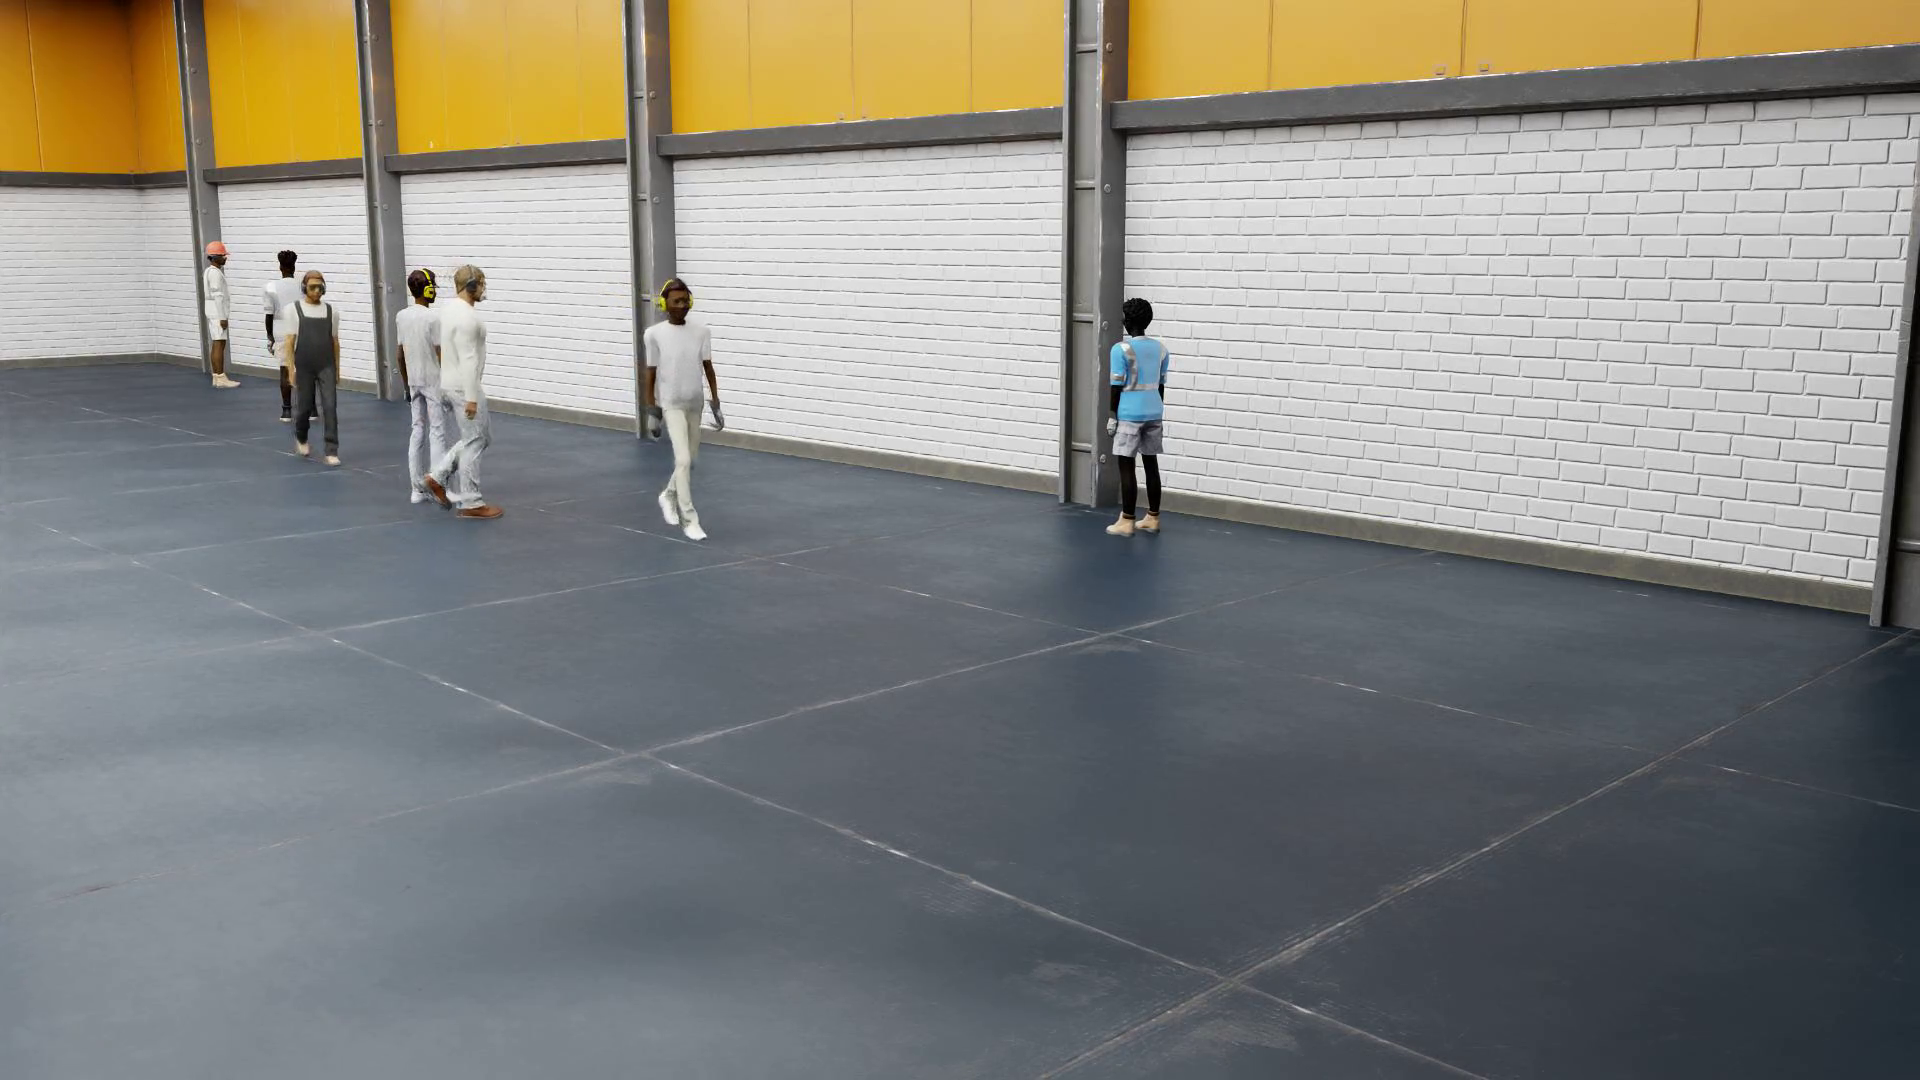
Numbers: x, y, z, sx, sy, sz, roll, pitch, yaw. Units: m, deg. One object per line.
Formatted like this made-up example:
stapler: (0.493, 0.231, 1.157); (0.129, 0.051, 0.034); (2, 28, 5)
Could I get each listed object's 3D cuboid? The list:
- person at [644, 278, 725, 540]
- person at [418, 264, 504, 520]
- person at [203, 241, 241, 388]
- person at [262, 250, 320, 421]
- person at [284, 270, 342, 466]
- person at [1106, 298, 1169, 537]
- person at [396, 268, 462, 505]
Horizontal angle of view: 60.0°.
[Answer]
person: (-2.014, -0.963, 11.963); (0.521, 1.847, 0.883); (-7, 13, -34)
person: (-3.750, -1.102, 12.480); (0.526, 1.920, 0.695); (-5, 12, -25)
person: (-10.374, -3.152, 23.322); (0.382, 2.045, 0.605); (-6, 12, -31)
person: (-7.678, -2.347, 19.145); (0.606, 1.966, 0.367); (-5, 11, -25)
person: (-6.048, -1.614, 15.550); (0.522, 1.823, 0.761); (-7, 12, -33)
person: (1.264, -0.873, 11.863); (0.532, 1.694, 0.319); (-8, 13, -38)
person: (-4.229, -1.209, 13.231); (0.514, 1.861, 0.328); (5, 12, 27)
